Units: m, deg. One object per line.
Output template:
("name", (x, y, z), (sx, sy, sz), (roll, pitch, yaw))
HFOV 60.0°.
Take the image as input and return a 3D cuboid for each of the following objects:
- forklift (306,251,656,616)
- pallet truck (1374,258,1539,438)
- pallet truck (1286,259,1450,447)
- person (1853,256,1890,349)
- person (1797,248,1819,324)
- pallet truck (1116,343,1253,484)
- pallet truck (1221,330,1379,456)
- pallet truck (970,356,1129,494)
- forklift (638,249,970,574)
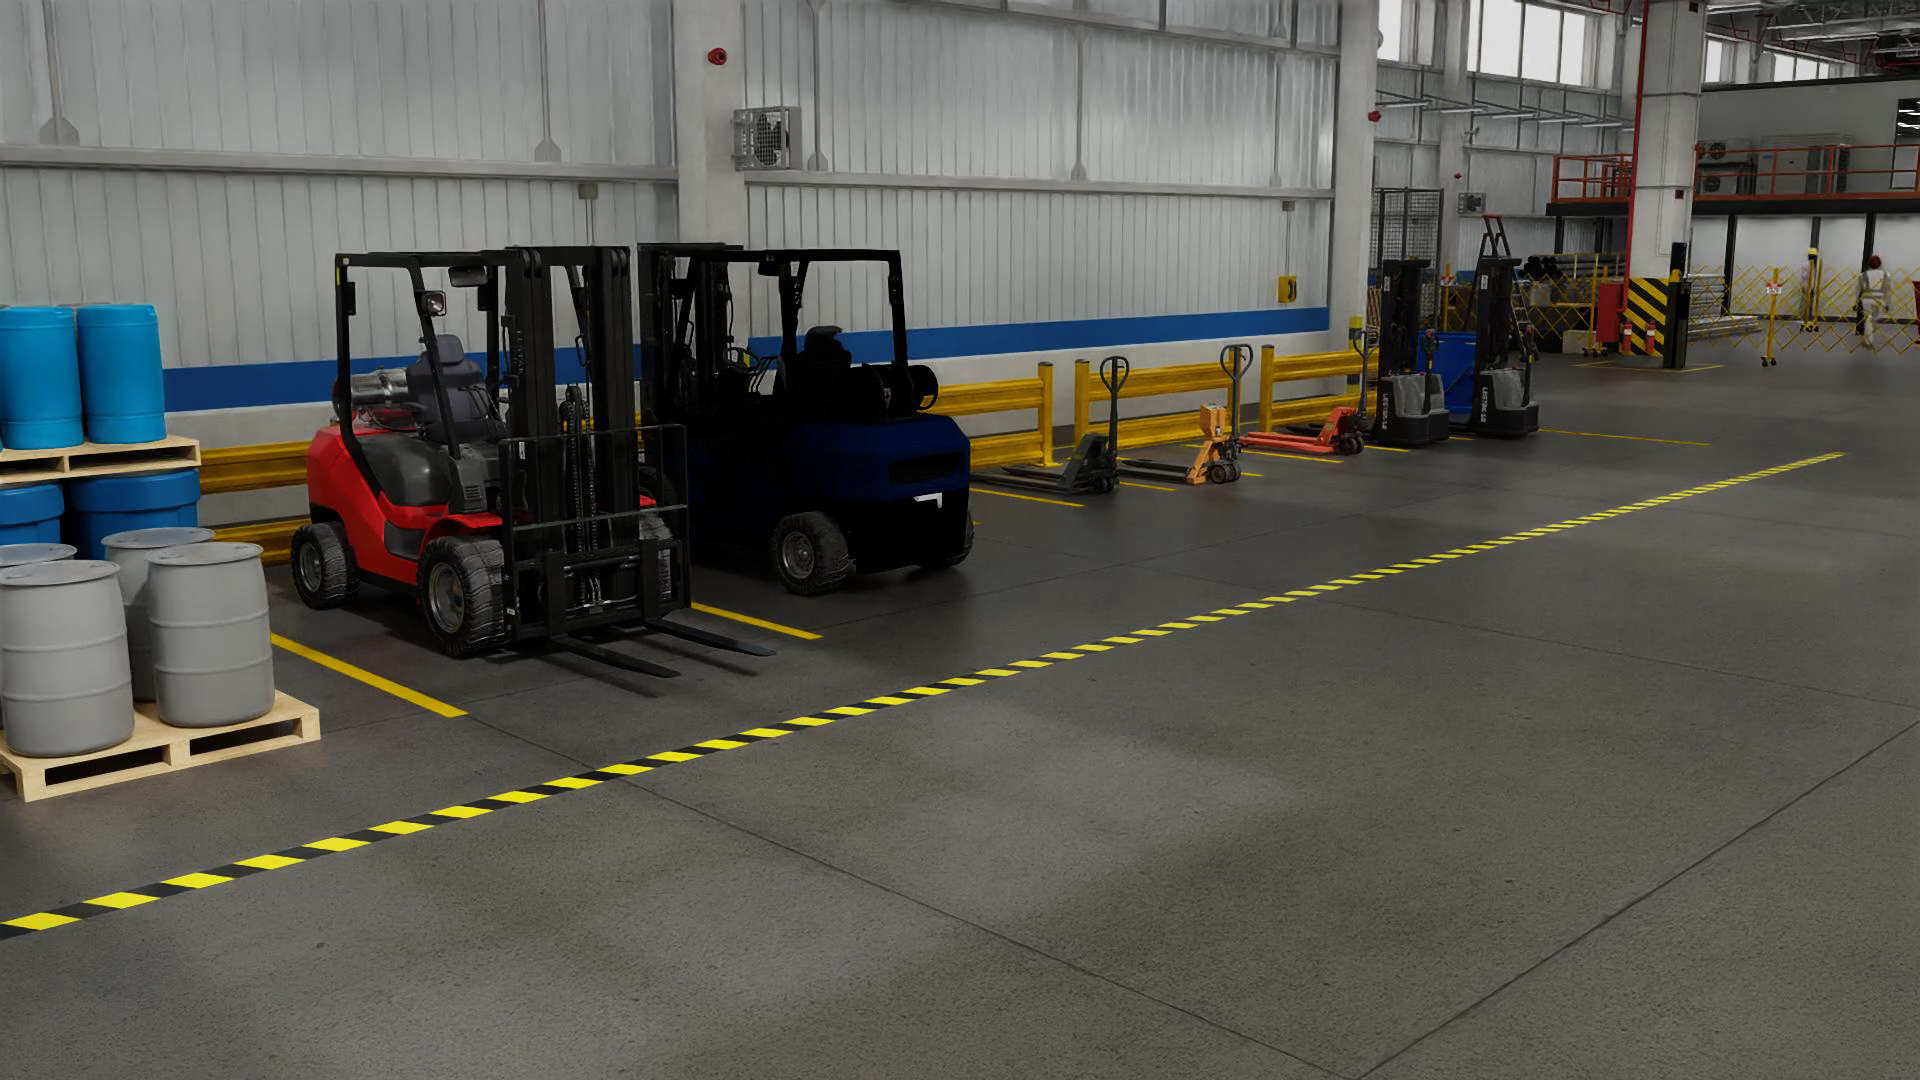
("forklift", (-2.833, -0.669, 9.694), (1.157, 1.987, 2.680), (-10, 14, -44))
("pallet truck", (5.704, -2.208, 18.901), (1.885, 1.965, 0.823), (10, 14, 43))
("pallet truck", (4.493, -2.078, 18.196), (0.823, 1.965, 1.885), (-9, 14, -40))
("person", (18.049, -4.695, 32.939), (0.586, 1.835, 0.997), (3, 11, 15))
("person", (21.574, -6.458, 42.276), (0.386, 1.922, 0.594), (2, 11, 13))
("pallet truck", (1.962, -1.215, 15.415), (1.522, 1.261, 0.704), (10, 14, 43))
("pallet truck", (3.563, -1.581, 17.381), (0.653, 1.274, 1.630), (-10, 14, -44))
("pallet truck", (0.784, -1.085, 14.876), (0.680, 1.201, 1.601), (-10, 14, -44))
("forklift", (-1.173, -0.958, 11.239), (2.680, 1.987, 1.157), (10, 14, 43))
